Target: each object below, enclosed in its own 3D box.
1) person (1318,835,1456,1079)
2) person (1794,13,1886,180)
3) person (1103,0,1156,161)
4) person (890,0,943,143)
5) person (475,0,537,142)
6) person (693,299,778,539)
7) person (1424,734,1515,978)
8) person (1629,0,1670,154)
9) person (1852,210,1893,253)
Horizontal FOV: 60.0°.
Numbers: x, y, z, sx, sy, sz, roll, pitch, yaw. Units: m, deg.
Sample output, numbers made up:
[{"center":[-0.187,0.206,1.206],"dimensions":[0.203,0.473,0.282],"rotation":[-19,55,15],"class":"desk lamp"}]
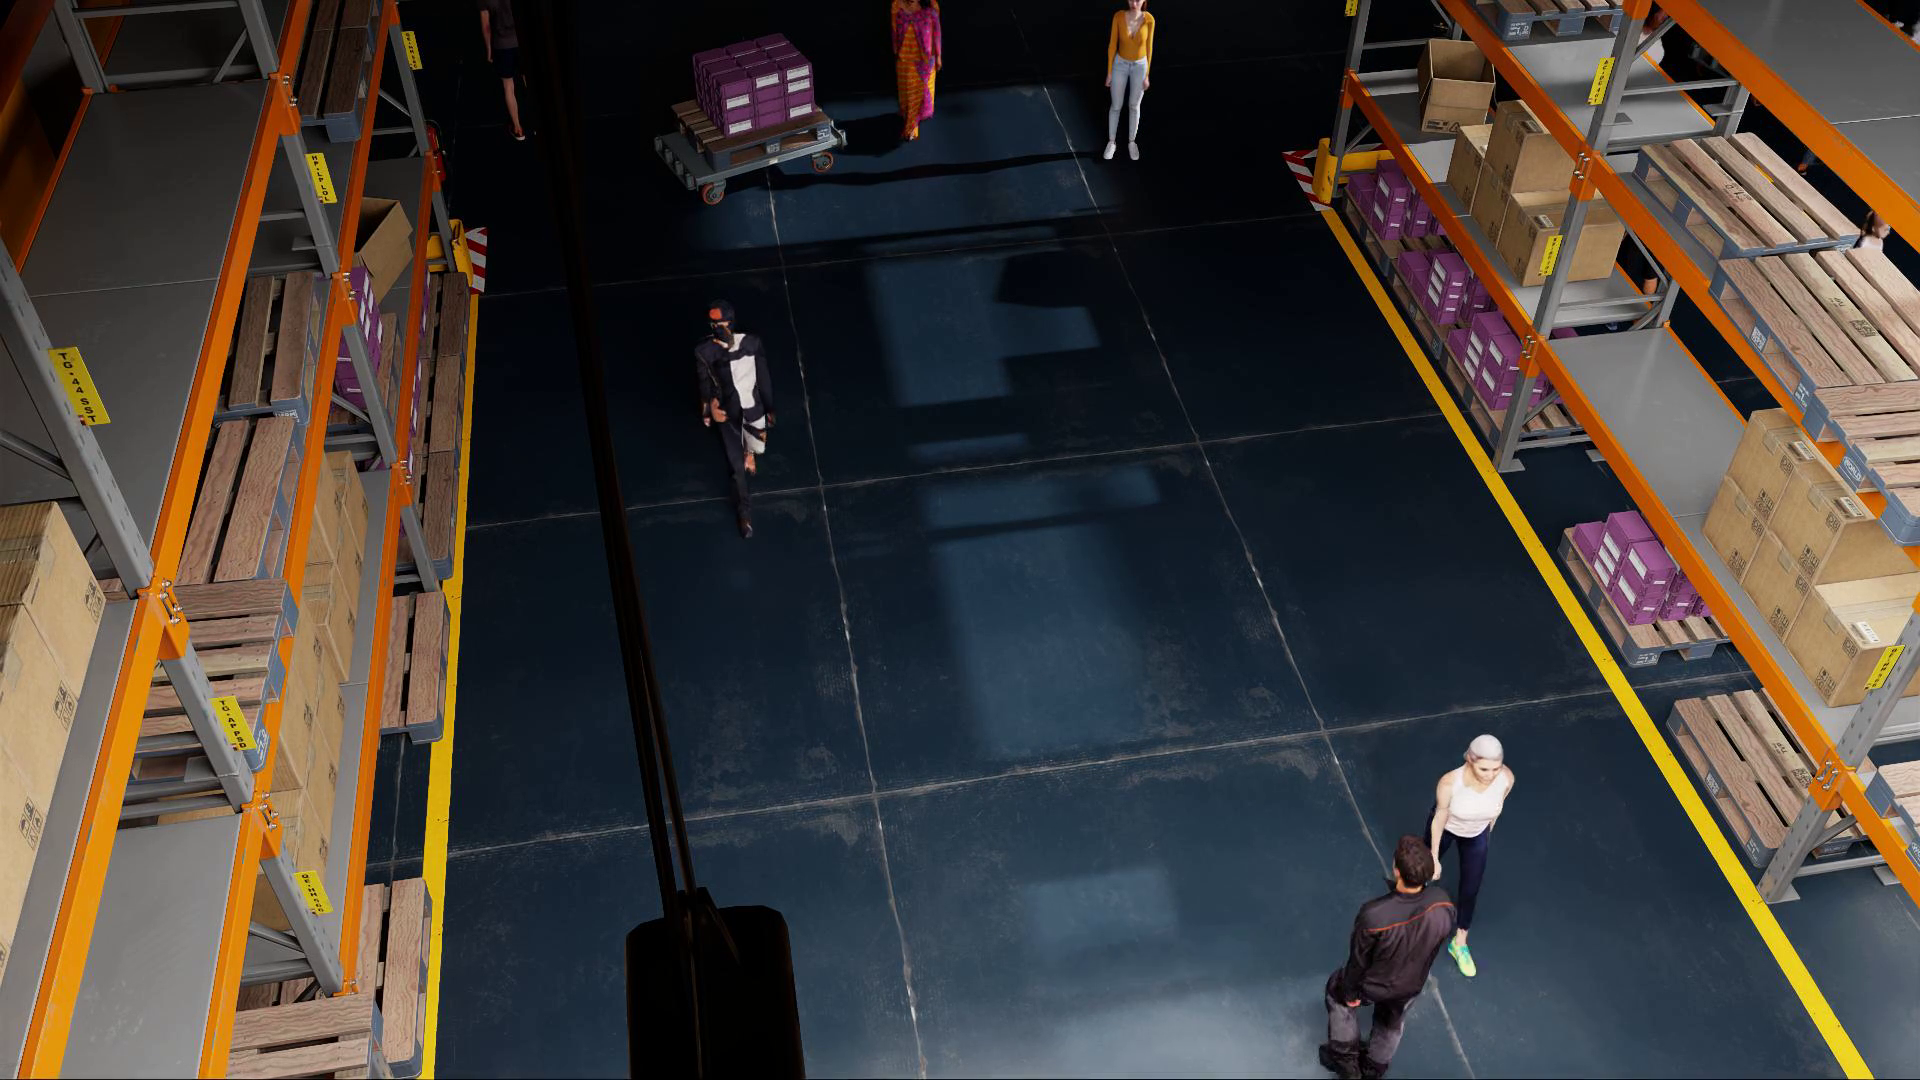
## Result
[{"center":[2.231,2.291,8.533],"dimensions":[0.678,1.929,0.639],"rotation":[-8,44,-8],"class":"person"},{"center":[8.333,-4.070,15.423],"dimensions":[0.729,1.635,0.989],"rotation":[-7,44,-8],"class":"person"},{"center":[1.600,-4.441,15.729],"dimensions":[0.633,1.751,0.639],"rotation":[3,44,3],"class":"person"},{"center":[-0.404,-4.774,16.134],"dimensions":[0.790,1.673,1.178],"rotation":[0,44,0],"class":"person"},{"center":[-4.312,-4.735,15.963],"dimensions":[0.694,1.854,0.631],"rotation":[-17,46,-17],"class":"person"},{"center":[-1.603,-0.985,12.017],"dimensions":[0.779,1.865,1.159],"rotation":[-12,45,-13],"class":"person"},{"center":[2.789,1.596,9.445],"dimensions":[0.659,1.676,0.985],"rotation":[-4,44,-4],"class":"person"},{"center":[6.249,-4.298,15.650],"dimensions":[0.995,1.653,1.188],"rotation":[-30,51,-28],"class":"person"},{"center":[7.305,-2.169,13.693],"dimensions":[0.636,1.269,0.734],"rotation":[-27,50,-25],"class":"person"}]
